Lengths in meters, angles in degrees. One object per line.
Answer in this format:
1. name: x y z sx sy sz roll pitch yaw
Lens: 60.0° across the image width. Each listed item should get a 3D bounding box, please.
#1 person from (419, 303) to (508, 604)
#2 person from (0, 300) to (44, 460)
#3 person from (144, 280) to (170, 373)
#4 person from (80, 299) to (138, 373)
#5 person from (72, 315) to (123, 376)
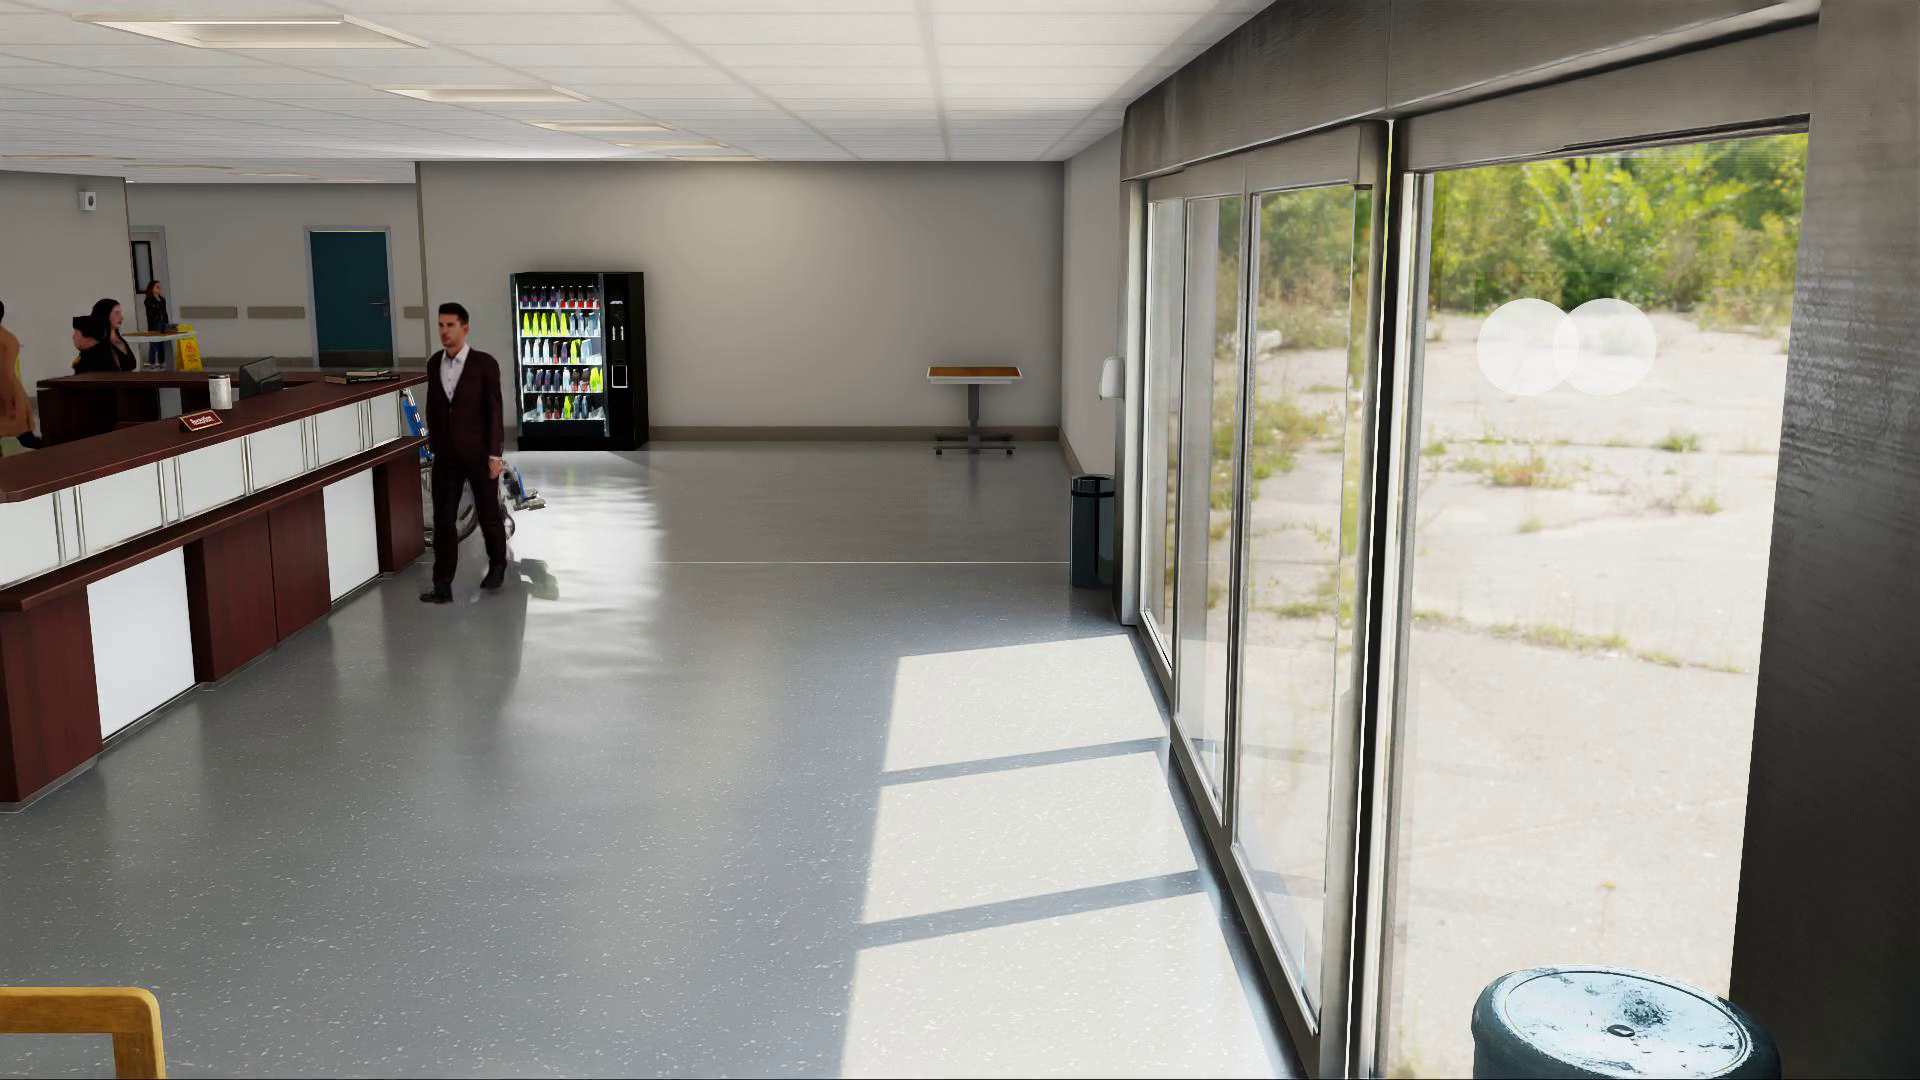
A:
1. person: -3.042 -0.526 10.381 1.144 1.814 0.888 2 11 9
2. person: -7.933 -1.177 14.020 1.157 1.694 0.796 -2 11 -9
3. person: -12.542 -3.312 25.958 0.573 1.481 0.603 3 11 16
4. person: -6.888 -1.029 13.278 1.036 1.722 0.681 0 11 2
5. person: -6.279 -0.825 12.381 0.944 1.655 0.859 -4 11 -20
